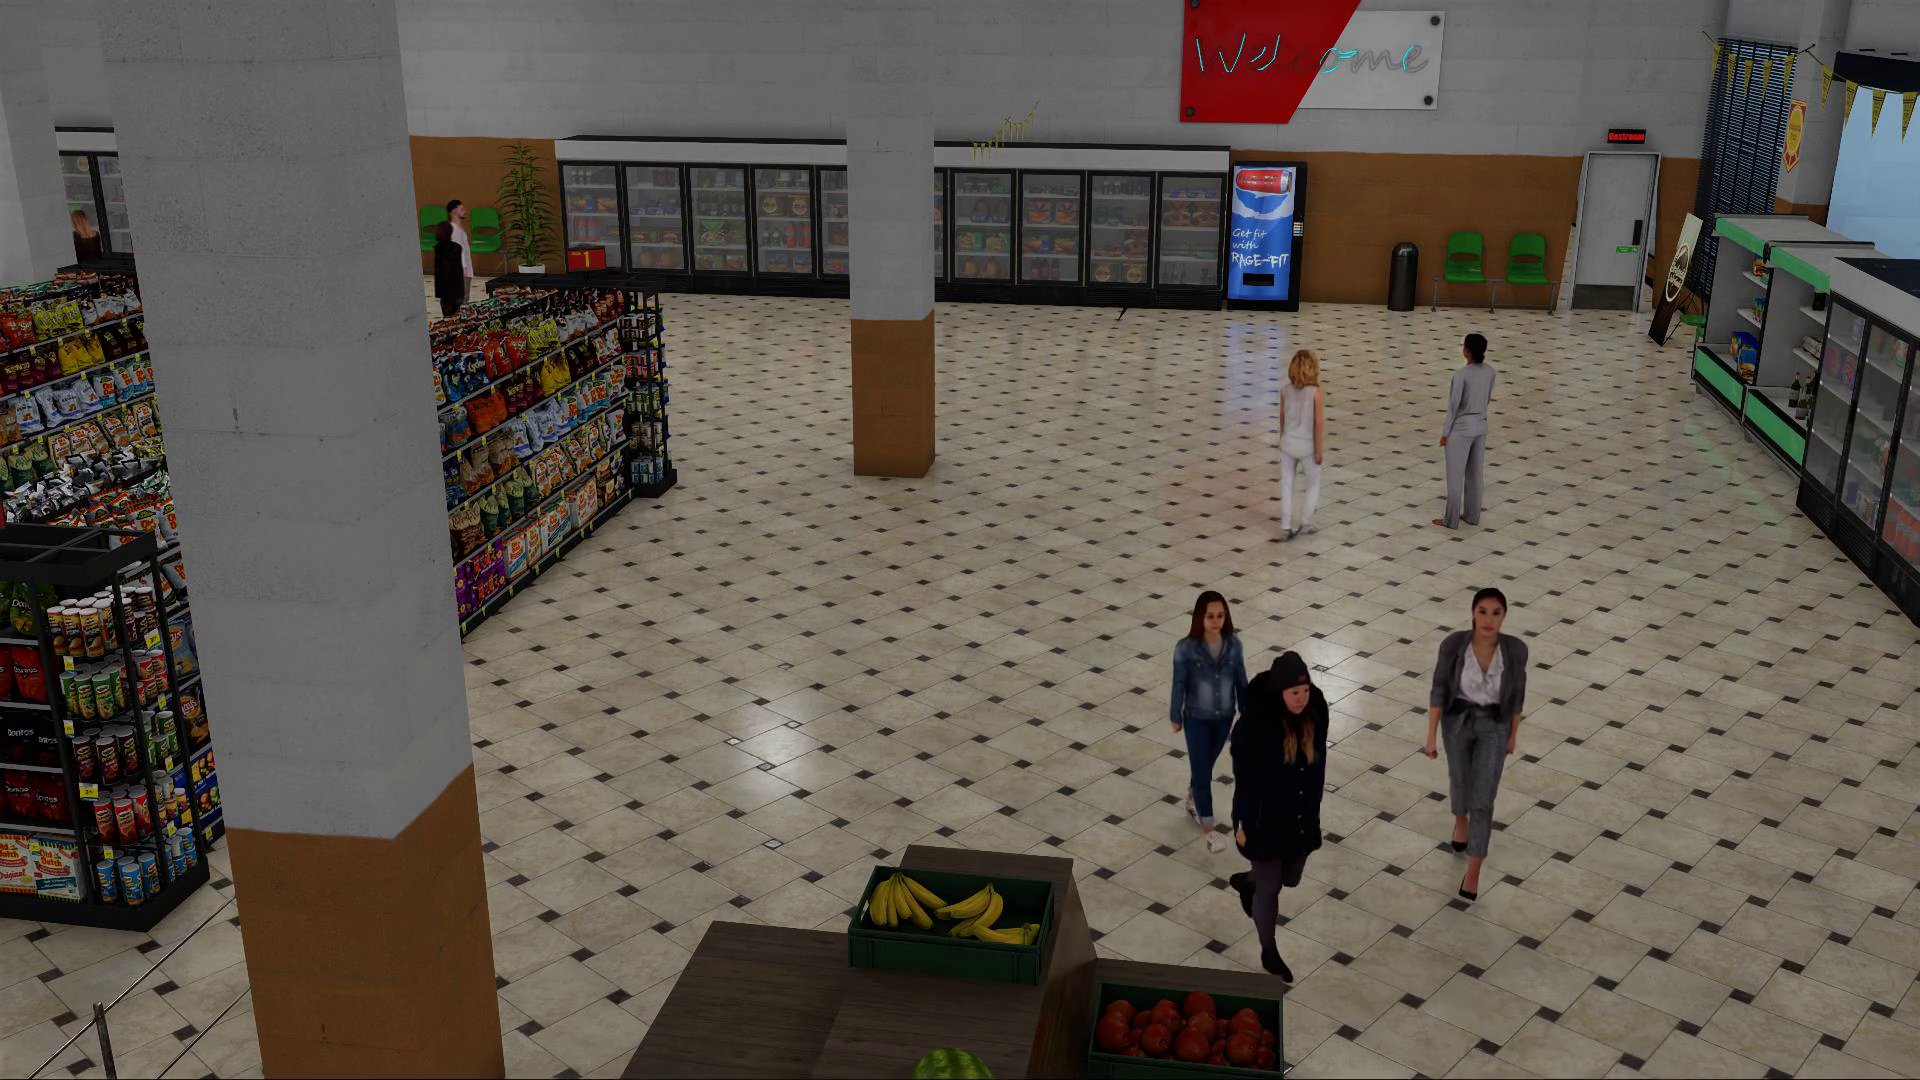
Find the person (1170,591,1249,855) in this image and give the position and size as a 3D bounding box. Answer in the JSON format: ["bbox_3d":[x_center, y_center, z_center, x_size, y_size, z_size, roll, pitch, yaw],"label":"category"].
[{"bbox_3d":[1.372,0.970,9.351,0.826,1.448,1.017,-6,19,-16],"label":"person"}]

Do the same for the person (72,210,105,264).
[{"bbox_3d":[-11.821,-3.626,22.581,0.734,1.705,0.591,13,22,33],"label":"person"}]

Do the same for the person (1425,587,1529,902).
[{"bbox_3d":[2.748,1.031,8.909,0.749,1.616,1.157,6,20,18],"label":"person"}]

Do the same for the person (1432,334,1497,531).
[{"bbox_3d":[4.468,-0.964,14.636,0.711,1.737,0.749,-10,21,-28],"label":"person"}]

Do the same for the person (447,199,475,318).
[{"bbox_3d":[-6.776,-3.708,22.614,0.813,1.840,0.677,-6,20,-17],"label":"person"}]

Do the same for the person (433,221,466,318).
[{"bbox_3d":[-6.327,-3.068,20.737,0.822,1.825,0.644,-3,19,-7],"label":"person"}]

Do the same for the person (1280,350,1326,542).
[{"bbox_3d":[2.860,-0.787,14.238,0.779,1.656,0.834,15,24,37],"label":"person"}]

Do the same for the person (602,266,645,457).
[{"bbox_3d":[-3.392,-1.744,16.565,0.900,1.983,0.707,9,21,26],"label":"person"}]

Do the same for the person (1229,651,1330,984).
[{"bbox_3d":[1.489,1.290,8.068,0.912,1.663,1.026,-7,20,-20],"label":"person"}]
